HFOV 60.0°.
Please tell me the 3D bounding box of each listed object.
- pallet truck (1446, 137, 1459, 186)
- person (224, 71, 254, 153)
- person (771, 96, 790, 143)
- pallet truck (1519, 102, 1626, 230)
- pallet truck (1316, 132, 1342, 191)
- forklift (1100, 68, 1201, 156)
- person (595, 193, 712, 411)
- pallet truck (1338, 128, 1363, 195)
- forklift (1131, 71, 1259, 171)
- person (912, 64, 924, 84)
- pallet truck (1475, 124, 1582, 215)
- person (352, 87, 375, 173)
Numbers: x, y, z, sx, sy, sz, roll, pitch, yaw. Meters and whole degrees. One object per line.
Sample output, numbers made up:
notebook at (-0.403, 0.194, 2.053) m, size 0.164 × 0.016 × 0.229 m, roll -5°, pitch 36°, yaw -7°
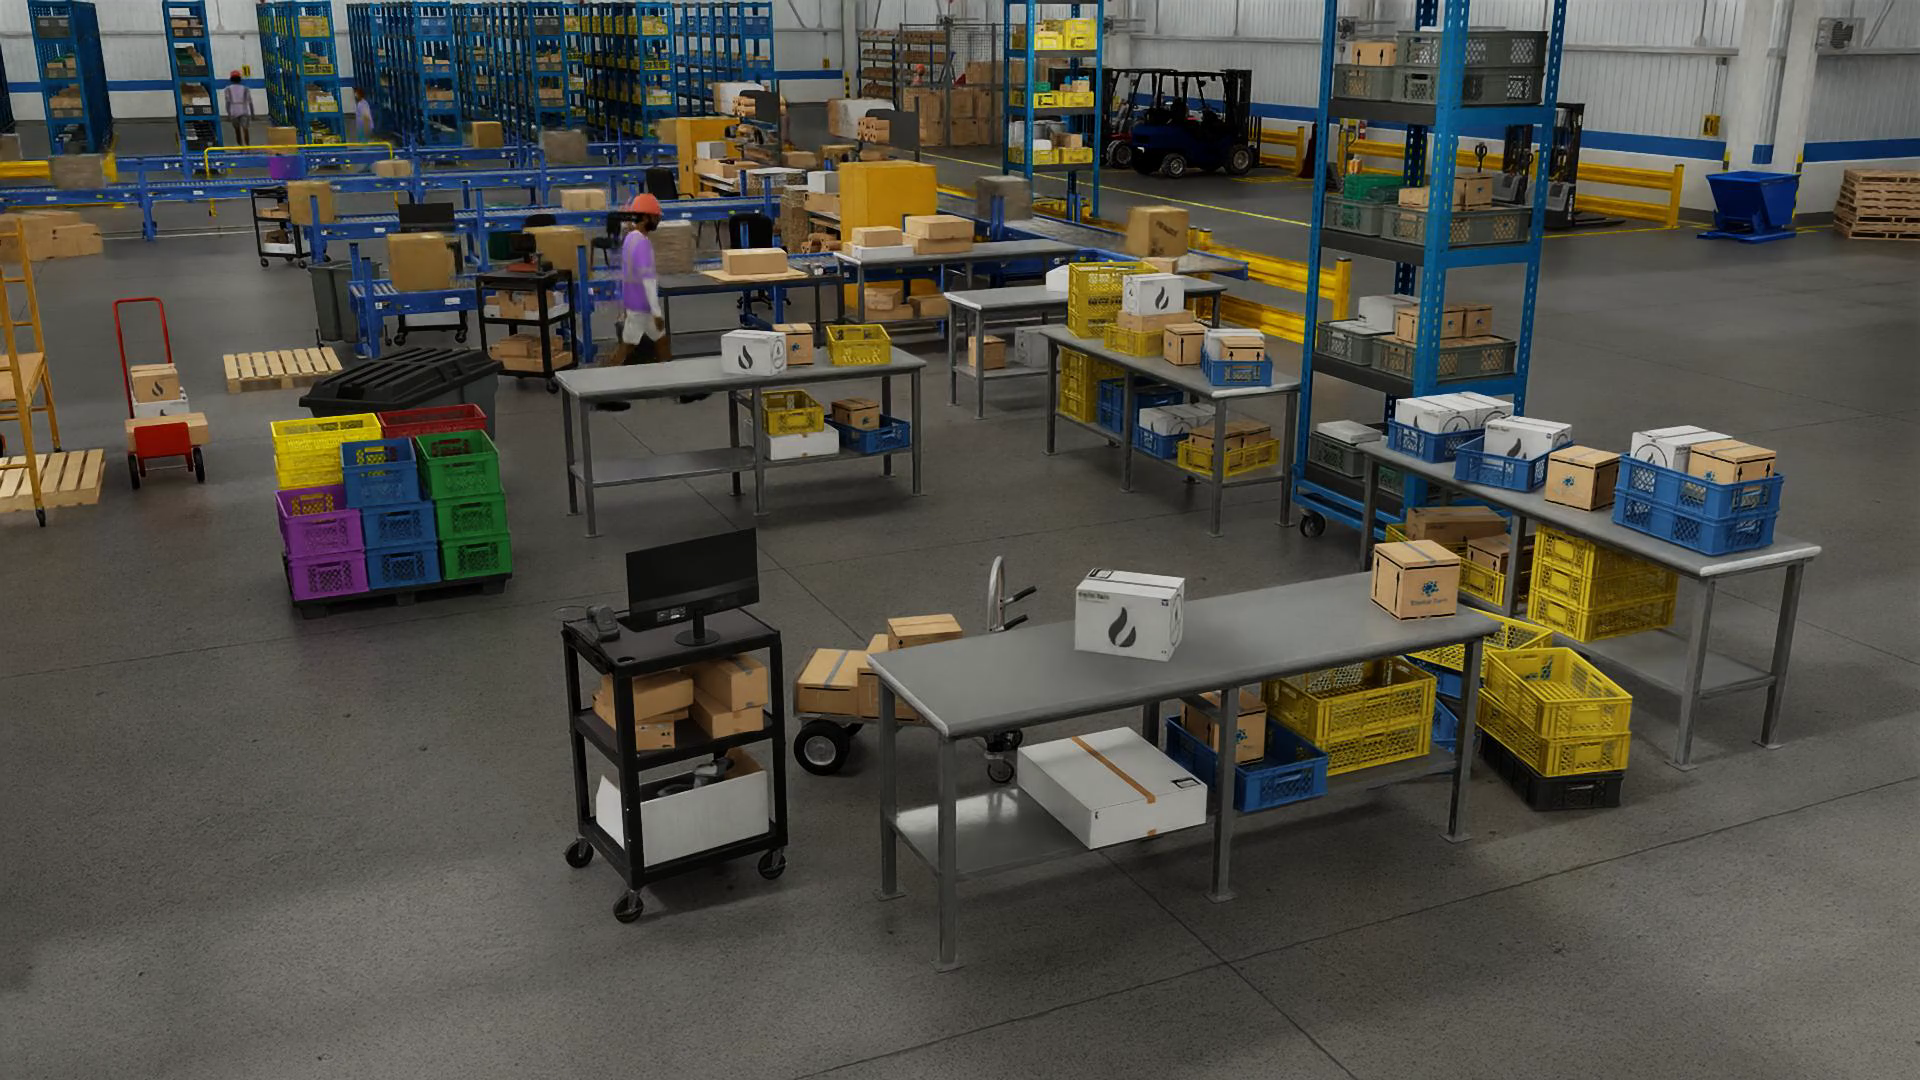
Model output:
pallet truck at (9.184, -6.485, 29.328) m, size 1.630 × 1.274 × 0.653 m, roll -8°, pitch 19°, yaw -23°
person at (-17.656, -10.475, 40.793) m, size 0.631 × 1.990 × 1.070 m, roll -9°, pitch 20°, yaw -27°
person at (-3.608, -8.131, 33.790) m, size 0.517 × 1.751 × 0.527 m, roll 11°, pitch 21°, yaw 31°
pallet truck at (9.972, -6.037, 26.785) m, size 1.885 × 1.965 × 0.823 m, roll -9°, pitch 20°, yaw -25°
pallet truck at (7.723, -7.504, 32.656) m, size 1.601 × 1.201 × 0.680 m, roll -8°, pitch 19°, yaw -23°
forklift at (4.082, -9.564, 37.410) m, size 2.680 × 1.987 × 1.157 m, roll -8°, pitch 19°, yaw -23°
person at (-2.740, -2.056, 14.461) m, size 1.052 × 1.869 × 0.578 m, roll -5°, pitch 18°, yaw -16°
pallet truck at (7.845, -7.140, 31.411) m, size 1.522 × 1.261 × 0.704 m, roll -9°, pitch 20°, yaw -25°
forklift at (4.998, -8.936, 35.413) m, size 2.680 × 1.987 × 1.157 m, roll -9°, pitch 20°, yaw -25°
person at (-1.136, -12.233, 46.306) m, size 0.396 × 1.993 × 0.618 m, roll -3°, pitch 18°, yaw -10°
pallet truck at (9.707, -6.455, 28.103) m, size 1.885 × 1.965 × 0.823 m, roll -7°, pitch 19°, yaw -20°
person at (-12.869, -8.887, 36.035) m, size 0.499 × 1.829 × 0.593 m, roll -9°, pitch 20°, yaw -25°
